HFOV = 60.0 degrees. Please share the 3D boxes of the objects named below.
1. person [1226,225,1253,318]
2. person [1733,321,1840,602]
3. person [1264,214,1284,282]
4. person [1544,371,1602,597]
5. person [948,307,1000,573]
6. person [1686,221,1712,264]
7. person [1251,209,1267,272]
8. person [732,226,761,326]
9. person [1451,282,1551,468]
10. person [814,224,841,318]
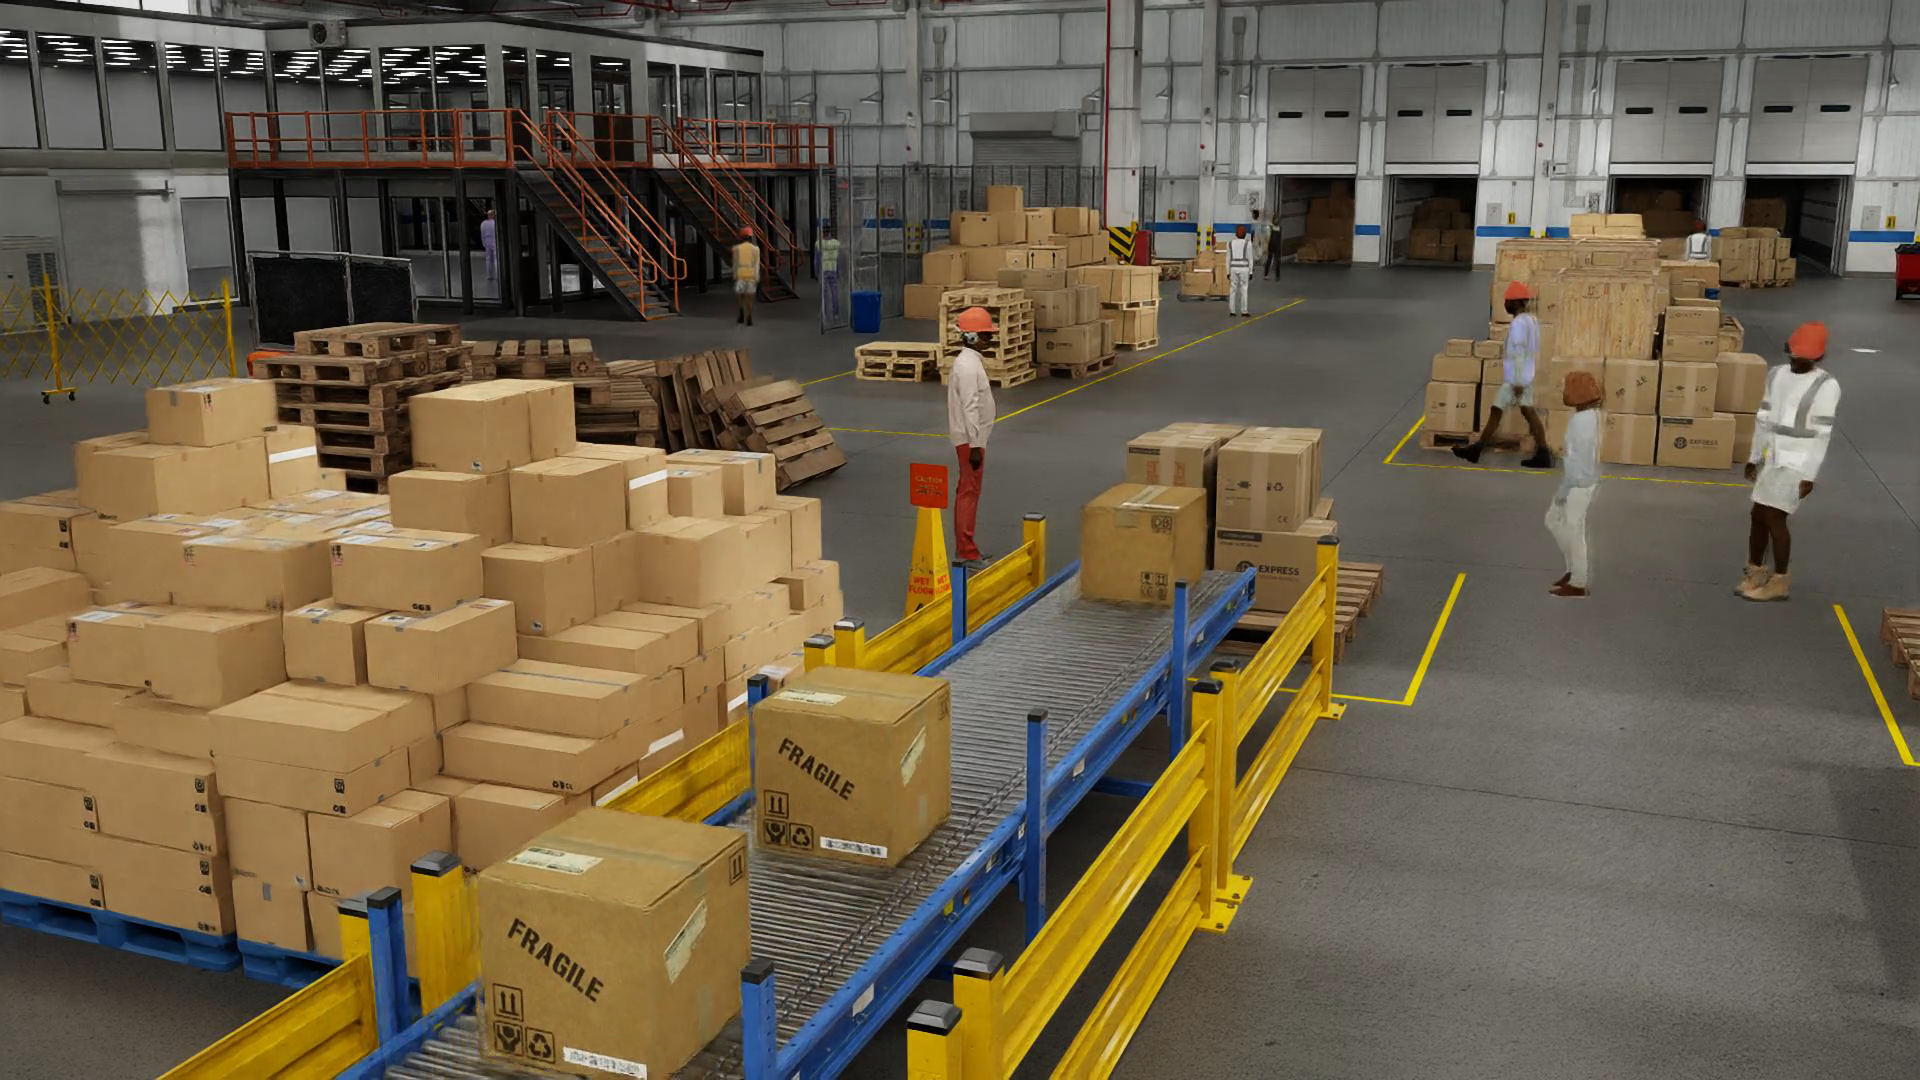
[{"bbox_3d":[5.732,-5.495,34.081,0.573,1.887,0.355,7,14,29],"label":"person"},{"bbox_3d":[5.763,-0.532,11.578,0.411,1.992,0.645,-3,13,-14],"label":"person"},{"bbox_3d":[8.521,-7.940,45.235,0.520,1.820,0.908,-2,13,-9],"label":"person"},{"bbox_3d":[4.333,-0.385,11.772,0.358,1.620,0.501,5,13,19],"label":"person"},{"bbox_3d":[0.095,-0.751,12.588,0.422,2.000,0.619,0,13,-2],"label":"person"},{"bbox_3d":[16.694,-6.260,37.542,0.494,1.870,0.604,-10,16,-39],"label":"person"},{"bbox_3d":[8.816,-8.882,49.375,0.671,1.850,0.513,11,17,41],"label":"person"},{"bbox_3d":[-4.150,-5.136,32.388,0.582,1.921,0.398,0,13,1],"label":"person"},{"bbox_3d":[5.628,-1.682,16.989,1.015,1.878,0.571,7,14,30],"label":"person"},{"bbox_3d":[-2.710,-5.498,34.053,0.586,1.911,0.395,-6,14,-26],"label":"person"}]
